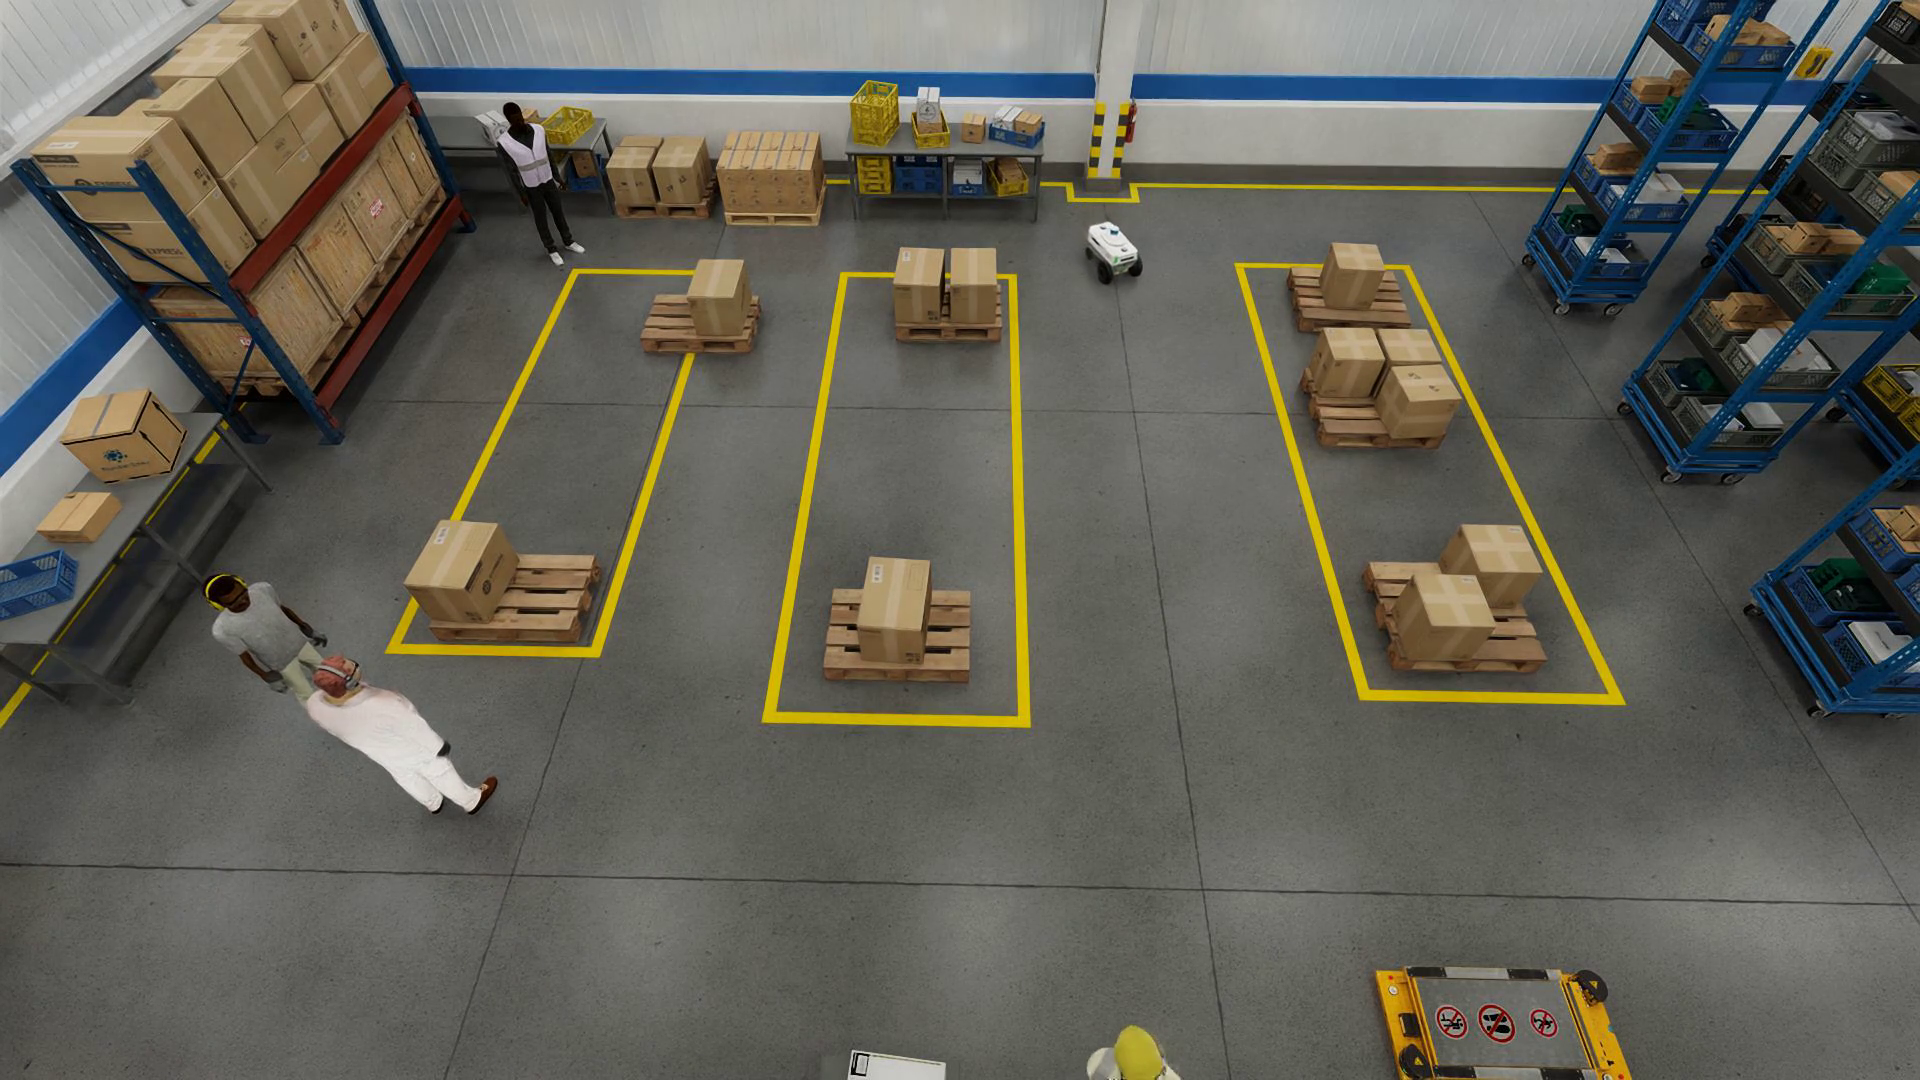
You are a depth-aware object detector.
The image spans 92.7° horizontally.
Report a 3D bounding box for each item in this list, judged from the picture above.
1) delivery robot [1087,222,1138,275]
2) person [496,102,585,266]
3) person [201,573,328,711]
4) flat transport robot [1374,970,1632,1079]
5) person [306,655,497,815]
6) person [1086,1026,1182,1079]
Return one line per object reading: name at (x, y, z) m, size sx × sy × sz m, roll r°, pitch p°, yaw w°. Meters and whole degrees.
delivery robot at (1.853, -3.580, 11.146) m, size 0.477 × 0.478 × 0.707 m, roll -19°, pitch 53°, yaw -15°
person at (-4.992, -4.228, 10.860) m, size 0.392 × 1.919 × 0.591 m, roll 31°, pitch 57°, yaw 23°
person at (-4.935, 0.840, 6.761) m, size 0.319 × 1.868 × 0.521 m, roll 10°, pitch 52°, yaw 8°
flat transport robot at (3.501, 3.133, 5.914) m, size 1.431 × 0.197 × 0.652 m, roll 1°, pitch 51°, yaw 1°
person at (-3.850, 1.366, 6.306) m, size 0.640 × 1.910 × 0.401 m, roll 5°, pitch 51°, yaw 4°
person at (1.004, 3.102, 4.975) m, size 0.742 × 1.793 × 0.405 m, roll 29°, pitch 57°, yaw 22°
